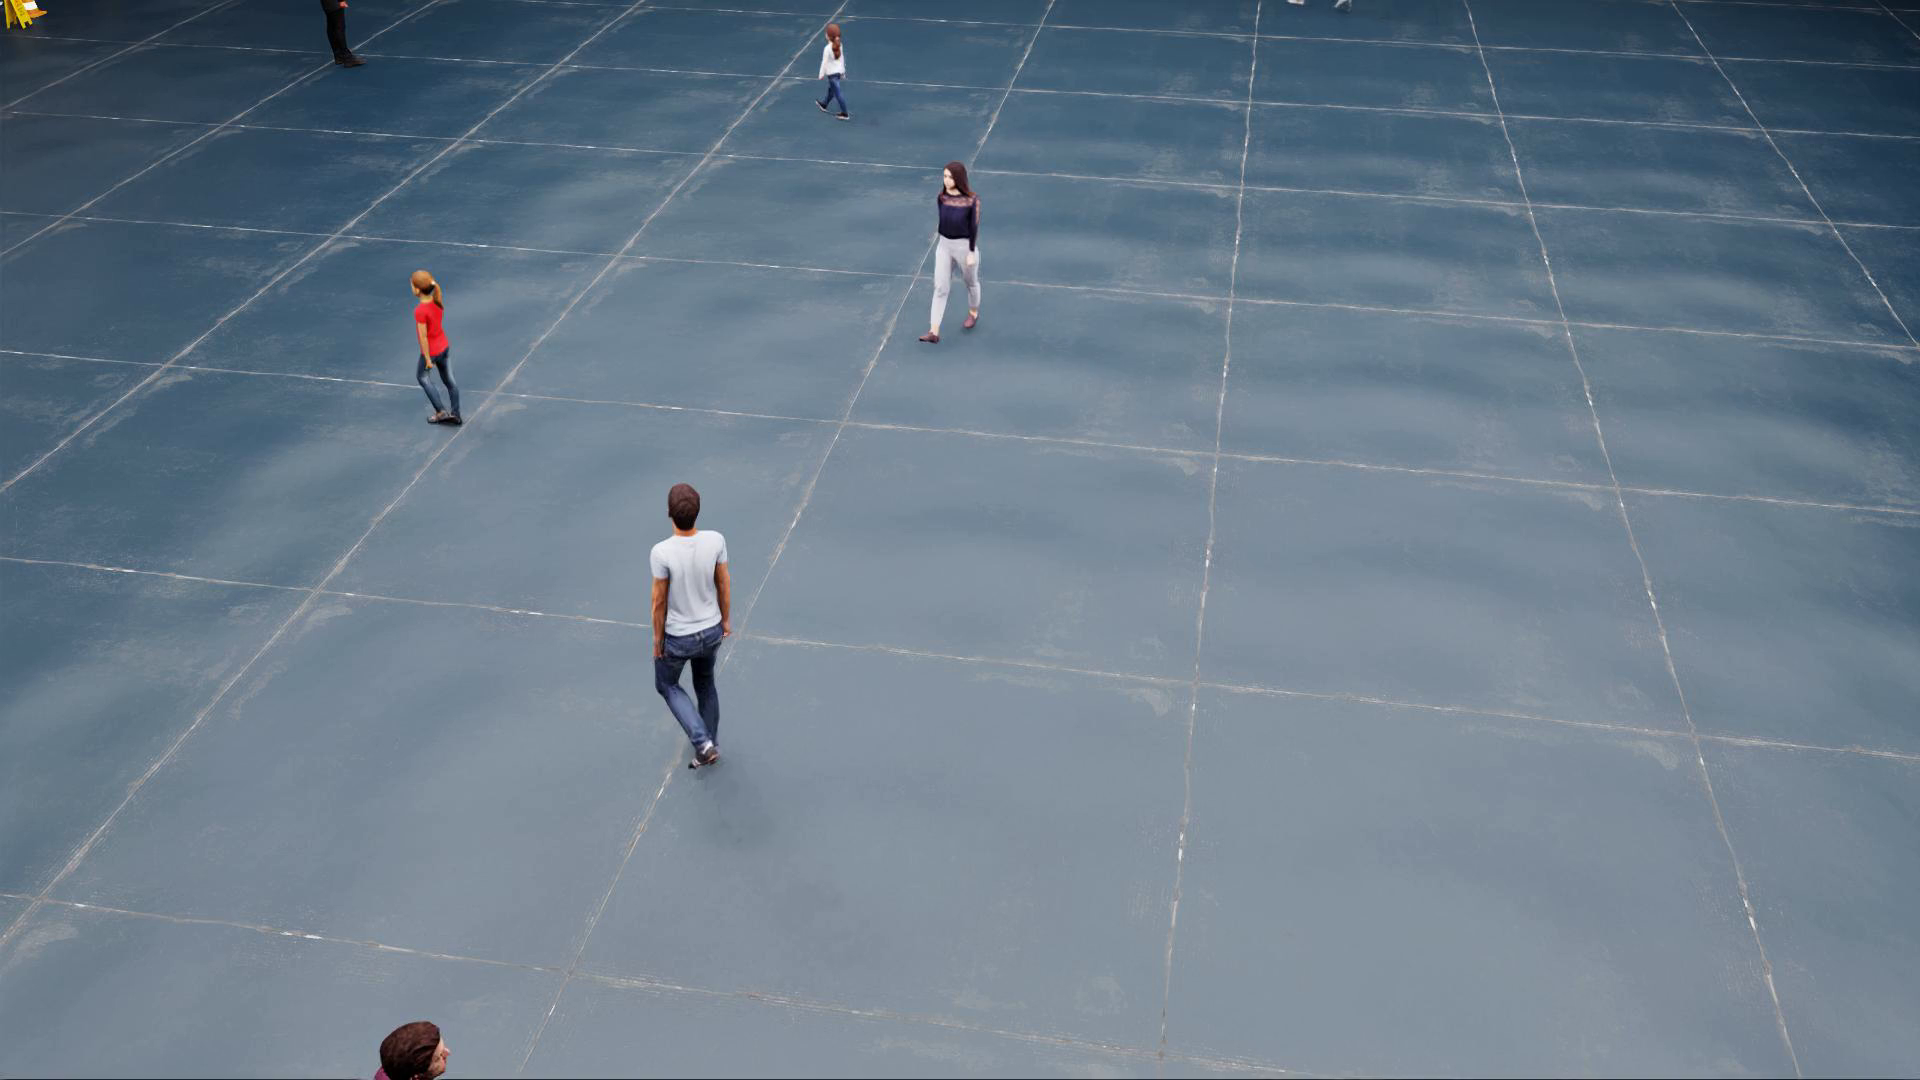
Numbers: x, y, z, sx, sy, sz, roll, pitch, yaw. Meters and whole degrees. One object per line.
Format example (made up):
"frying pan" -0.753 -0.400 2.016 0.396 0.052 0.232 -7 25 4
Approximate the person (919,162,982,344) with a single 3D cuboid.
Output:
"person" 0.019 -2.500 14.444 1.077 1.558 0.920 18 36 26

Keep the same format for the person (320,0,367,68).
"person" -8.084 -7.005 21.376 0.793 1.781 0.719 -25 40 -34

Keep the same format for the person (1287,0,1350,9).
"person" 5.248 -8.461 23.753 1.210 1.708 0.860 18 37 26

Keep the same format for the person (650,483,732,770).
"person" -1.472 0.557 9.322 0.854 1.851 0.912 -19 37 -27

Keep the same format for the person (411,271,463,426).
"person" -4.072 -1.484 13.077 0.574 1.297 0.533 13 34 19

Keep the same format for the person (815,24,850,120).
"person" -1.443 -5.525 19.688 0.827 1.079 0.629 19 37 27
